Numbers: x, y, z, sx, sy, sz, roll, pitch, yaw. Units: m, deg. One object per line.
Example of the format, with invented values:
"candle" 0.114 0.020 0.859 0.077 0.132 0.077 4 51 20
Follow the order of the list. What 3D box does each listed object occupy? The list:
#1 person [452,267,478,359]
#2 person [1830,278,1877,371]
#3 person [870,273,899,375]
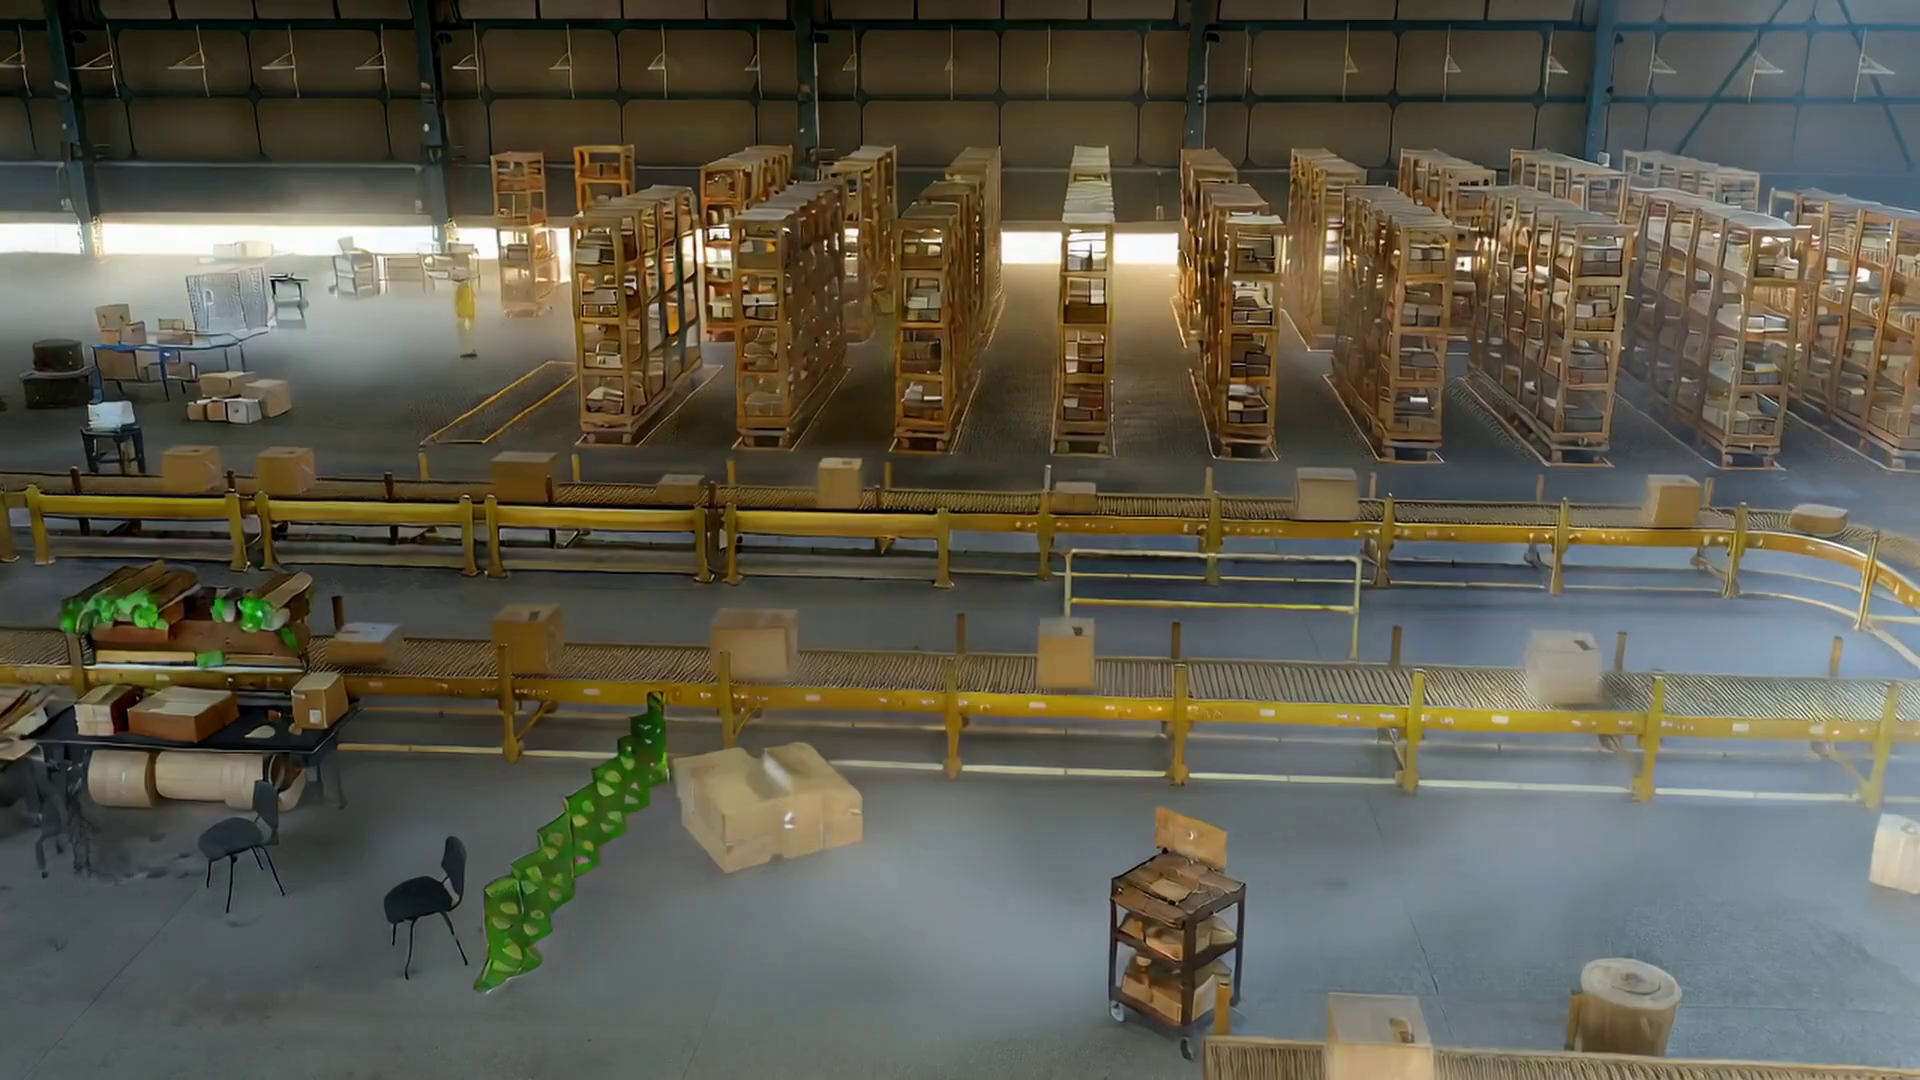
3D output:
"person" -9.766 -4.450 32.707 0.481 1.815 0.619 -3 18 -8
"person" 16.994 -4.039 31.403 0.879 1.808 0.601 -1 18 -4
"person" -1.410 -4.100 31.426 0.620 1.918 0.491 -6 18 -18
